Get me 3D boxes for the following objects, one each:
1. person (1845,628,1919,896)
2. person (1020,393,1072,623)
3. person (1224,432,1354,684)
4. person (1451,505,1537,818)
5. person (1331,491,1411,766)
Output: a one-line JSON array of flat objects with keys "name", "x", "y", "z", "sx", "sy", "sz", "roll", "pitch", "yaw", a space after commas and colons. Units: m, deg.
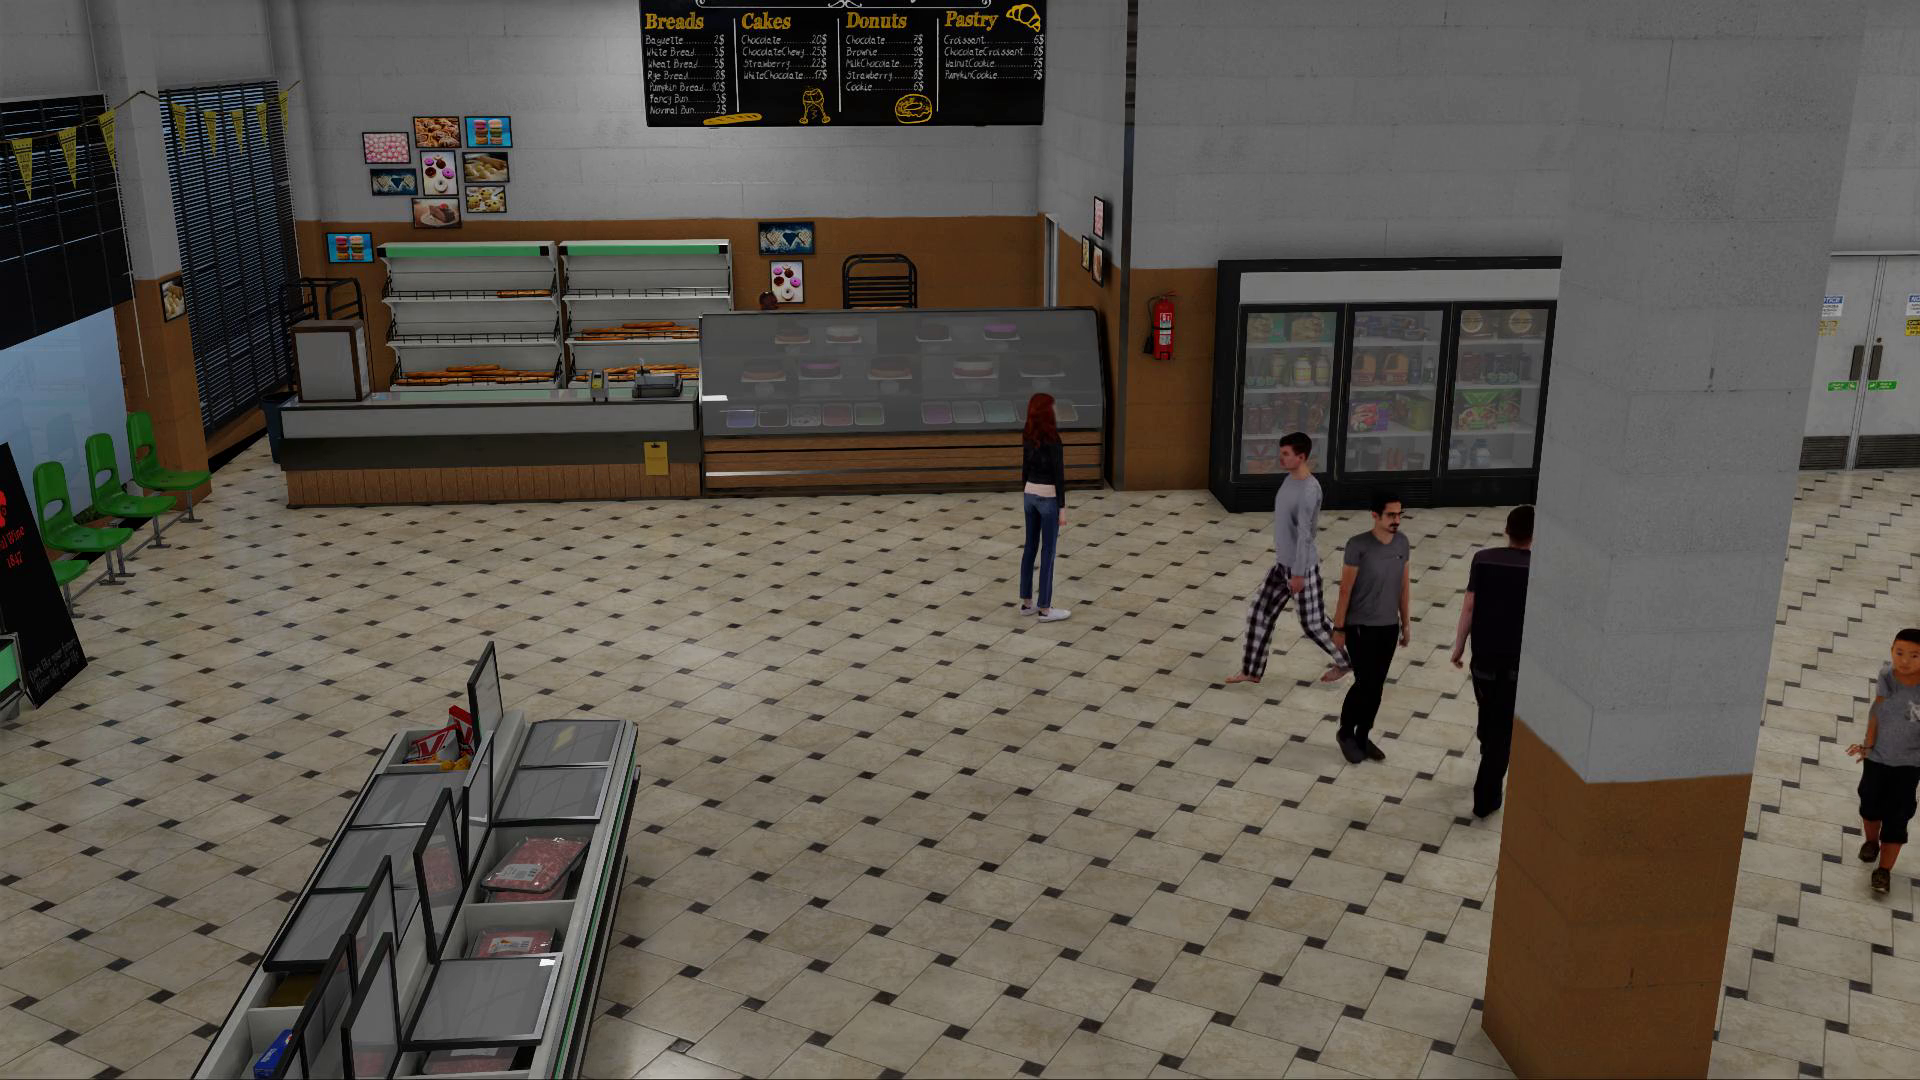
[{"name": "person", "x": 5.079, "y": 1.093, "z": 9.035, "sx": 0.908, "sy": 1.434, "sz": 1.011, "roll": 11, "pitch": 20, "yaw": 31}, {"name": "person", "x": 0.638, "y": -0.260, "z": 12.878, "sx": 0.715, "sy": 1.789, "sz": 0.613, "roll": -12, "pitch": 21, "yaw": -35}, {"name": "person", "x": 2.404, "y": 0.180, "z": 11.416, "sx": 0.784, "sy": 1.797, "sz": 1.122, "roll": -3, "pitch": 17, "yaw": -10}, {"name": "person", "x": 3.121, "y": 0.724, "z": 9.593, "sx": 1.148, "sy": 1.814, "sz": 1.227, "roll": 12, "pitch": 21, "yaw": 35}, {"name": "person", "x": 2.524, "y": 0.515, "z": 10.403, "sx": 0.730, "sy": 1.744, "sz": 0.734, "roll": -8, "pitch": 19, "yaw": -25}]
